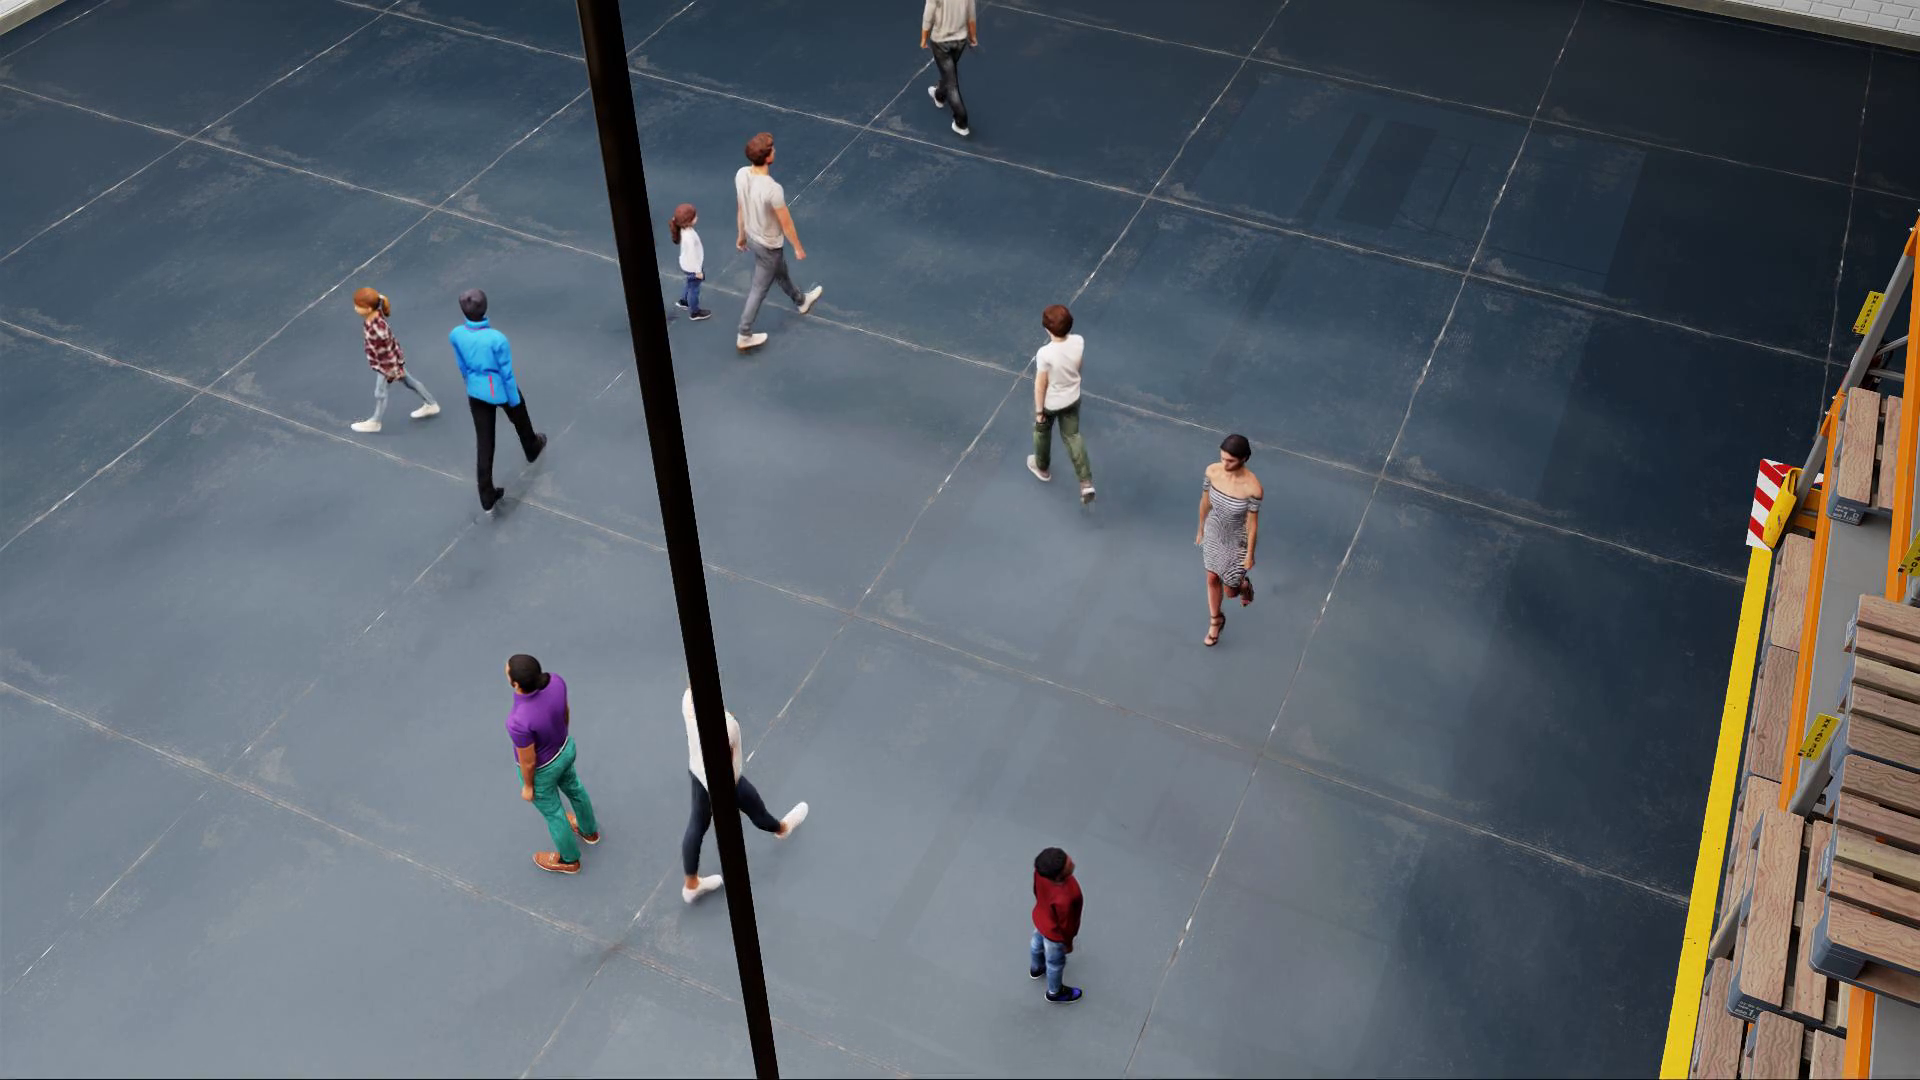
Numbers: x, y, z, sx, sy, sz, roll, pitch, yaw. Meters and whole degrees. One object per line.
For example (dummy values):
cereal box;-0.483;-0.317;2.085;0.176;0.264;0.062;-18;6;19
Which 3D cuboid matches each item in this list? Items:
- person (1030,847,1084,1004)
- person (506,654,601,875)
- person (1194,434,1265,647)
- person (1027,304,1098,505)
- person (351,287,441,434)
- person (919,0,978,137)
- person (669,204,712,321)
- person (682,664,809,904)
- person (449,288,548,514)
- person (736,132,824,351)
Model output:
person;0.511;2.096;9.144;0.642;1.256;0.590;-17;46;-17
person;-2.380;1.276;9.633;0.690;1.768;0.523;15;46;15
person;1.831;-0.037;10.983;0.705;1.807;0.825;28;50;26
person;0.766;-0.967;12.085;1.027;1.633;1.030;-19;47;-19
person;-4.337;-1.398;12.802;0.956;1.268;0.894;-14;45;-15
person;-0.067;-4.740;15.948;1.174;1.767;1.180;-18;47;-18
person;-2.299;-2.320;13.885;0.611;1.108;0.548;-10;45;-10
person;-1.467;1.419;9.489;1.236;1.759;0.895;-32;52;-29
person;-3.420;-0.978;12.011;0.828;1.752;1.215;8;44;8
person;-1.629;-2.347;13.384;1.307;1.840;0.999;-33;53;-30
